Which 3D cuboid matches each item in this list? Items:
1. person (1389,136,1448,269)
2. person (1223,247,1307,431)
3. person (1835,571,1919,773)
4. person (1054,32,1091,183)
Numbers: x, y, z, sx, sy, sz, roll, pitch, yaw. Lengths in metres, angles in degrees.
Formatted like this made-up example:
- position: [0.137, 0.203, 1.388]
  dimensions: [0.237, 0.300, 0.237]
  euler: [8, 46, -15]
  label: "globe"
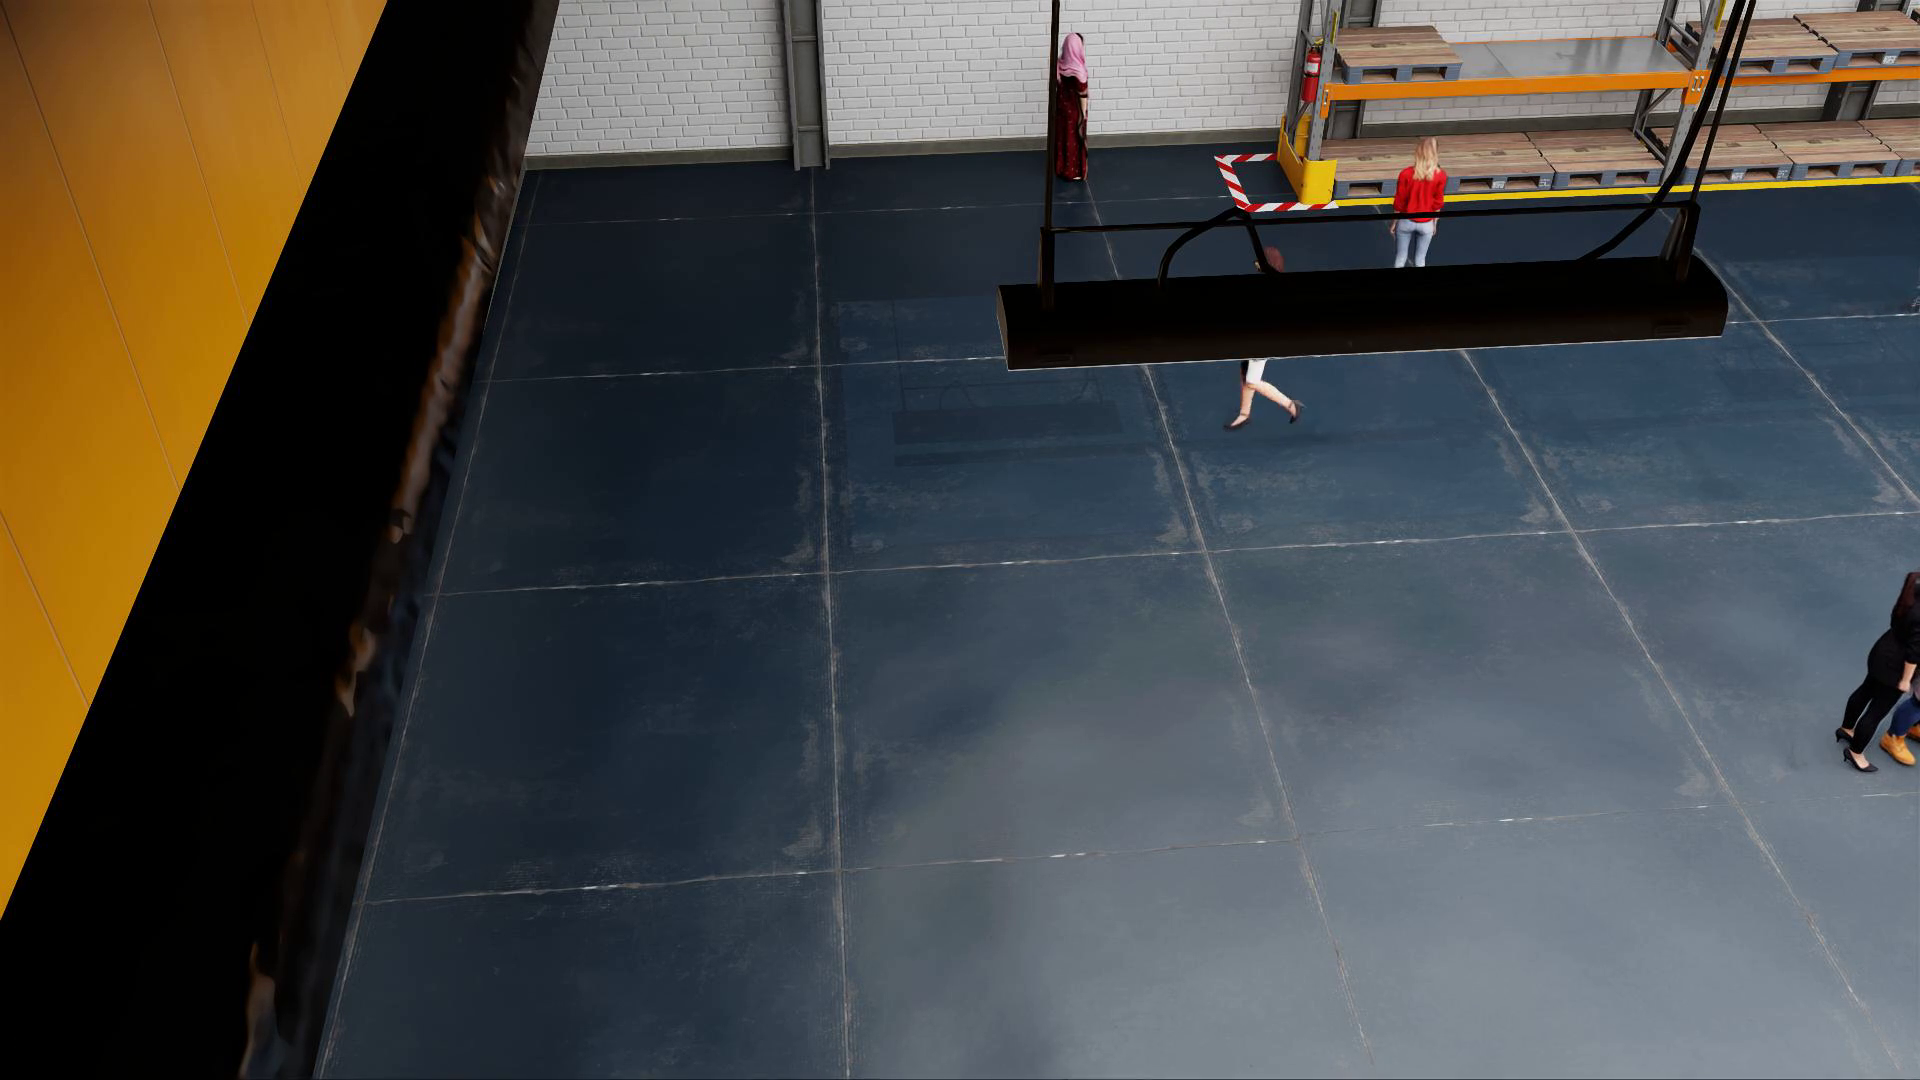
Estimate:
- position: [4.293, -2.987, 15.696]
  dimensions: [0.532, 1.704, 0.720]
  euler: [5, 39, 6]
  label: "person"
- position: [2.602, -1.637, 13.944]
  dimensions: [0.971, 1.781, 0.739]
  euler: [8, 39, 10]
  label: "person"
- position: [6.156, 0.810, 10.976]
  dimensions: [0.647, 1.661, 0.662]
  euler: [8, 39, 10]
  label: "person"
- position: [1.196, -4.645, 17.825]
  dimensions: [0.757, 1.639, 0.753]
  euler: [-21, 43, -24]
  label: "person"
